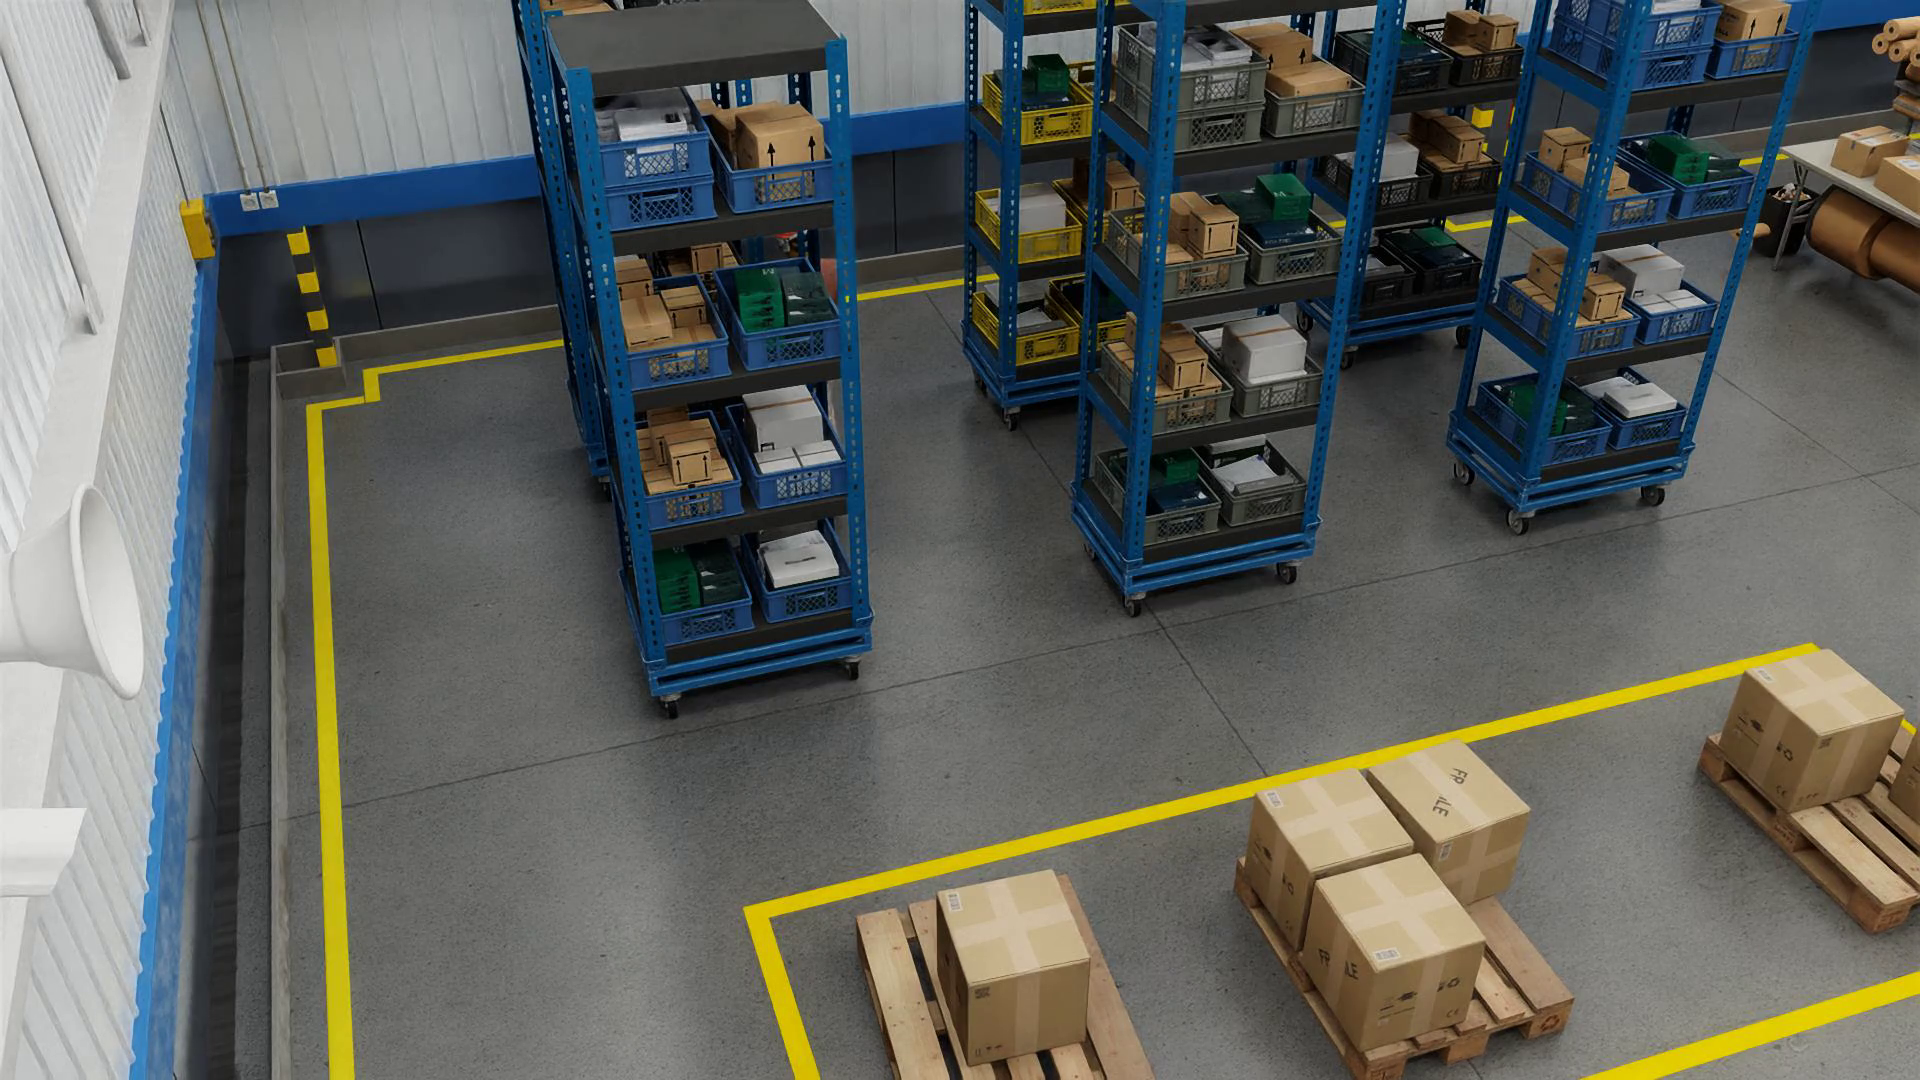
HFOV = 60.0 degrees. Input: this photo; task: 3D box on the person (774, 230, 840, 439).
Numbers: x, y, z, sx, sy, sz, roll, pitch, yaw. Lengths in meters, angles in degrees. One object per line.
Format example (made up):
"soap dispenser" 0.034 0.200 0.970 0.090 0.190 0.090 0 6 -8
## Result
"person" -0.957 -1.096 10.115 0.628 1.981 0.410 -29 44 -34
